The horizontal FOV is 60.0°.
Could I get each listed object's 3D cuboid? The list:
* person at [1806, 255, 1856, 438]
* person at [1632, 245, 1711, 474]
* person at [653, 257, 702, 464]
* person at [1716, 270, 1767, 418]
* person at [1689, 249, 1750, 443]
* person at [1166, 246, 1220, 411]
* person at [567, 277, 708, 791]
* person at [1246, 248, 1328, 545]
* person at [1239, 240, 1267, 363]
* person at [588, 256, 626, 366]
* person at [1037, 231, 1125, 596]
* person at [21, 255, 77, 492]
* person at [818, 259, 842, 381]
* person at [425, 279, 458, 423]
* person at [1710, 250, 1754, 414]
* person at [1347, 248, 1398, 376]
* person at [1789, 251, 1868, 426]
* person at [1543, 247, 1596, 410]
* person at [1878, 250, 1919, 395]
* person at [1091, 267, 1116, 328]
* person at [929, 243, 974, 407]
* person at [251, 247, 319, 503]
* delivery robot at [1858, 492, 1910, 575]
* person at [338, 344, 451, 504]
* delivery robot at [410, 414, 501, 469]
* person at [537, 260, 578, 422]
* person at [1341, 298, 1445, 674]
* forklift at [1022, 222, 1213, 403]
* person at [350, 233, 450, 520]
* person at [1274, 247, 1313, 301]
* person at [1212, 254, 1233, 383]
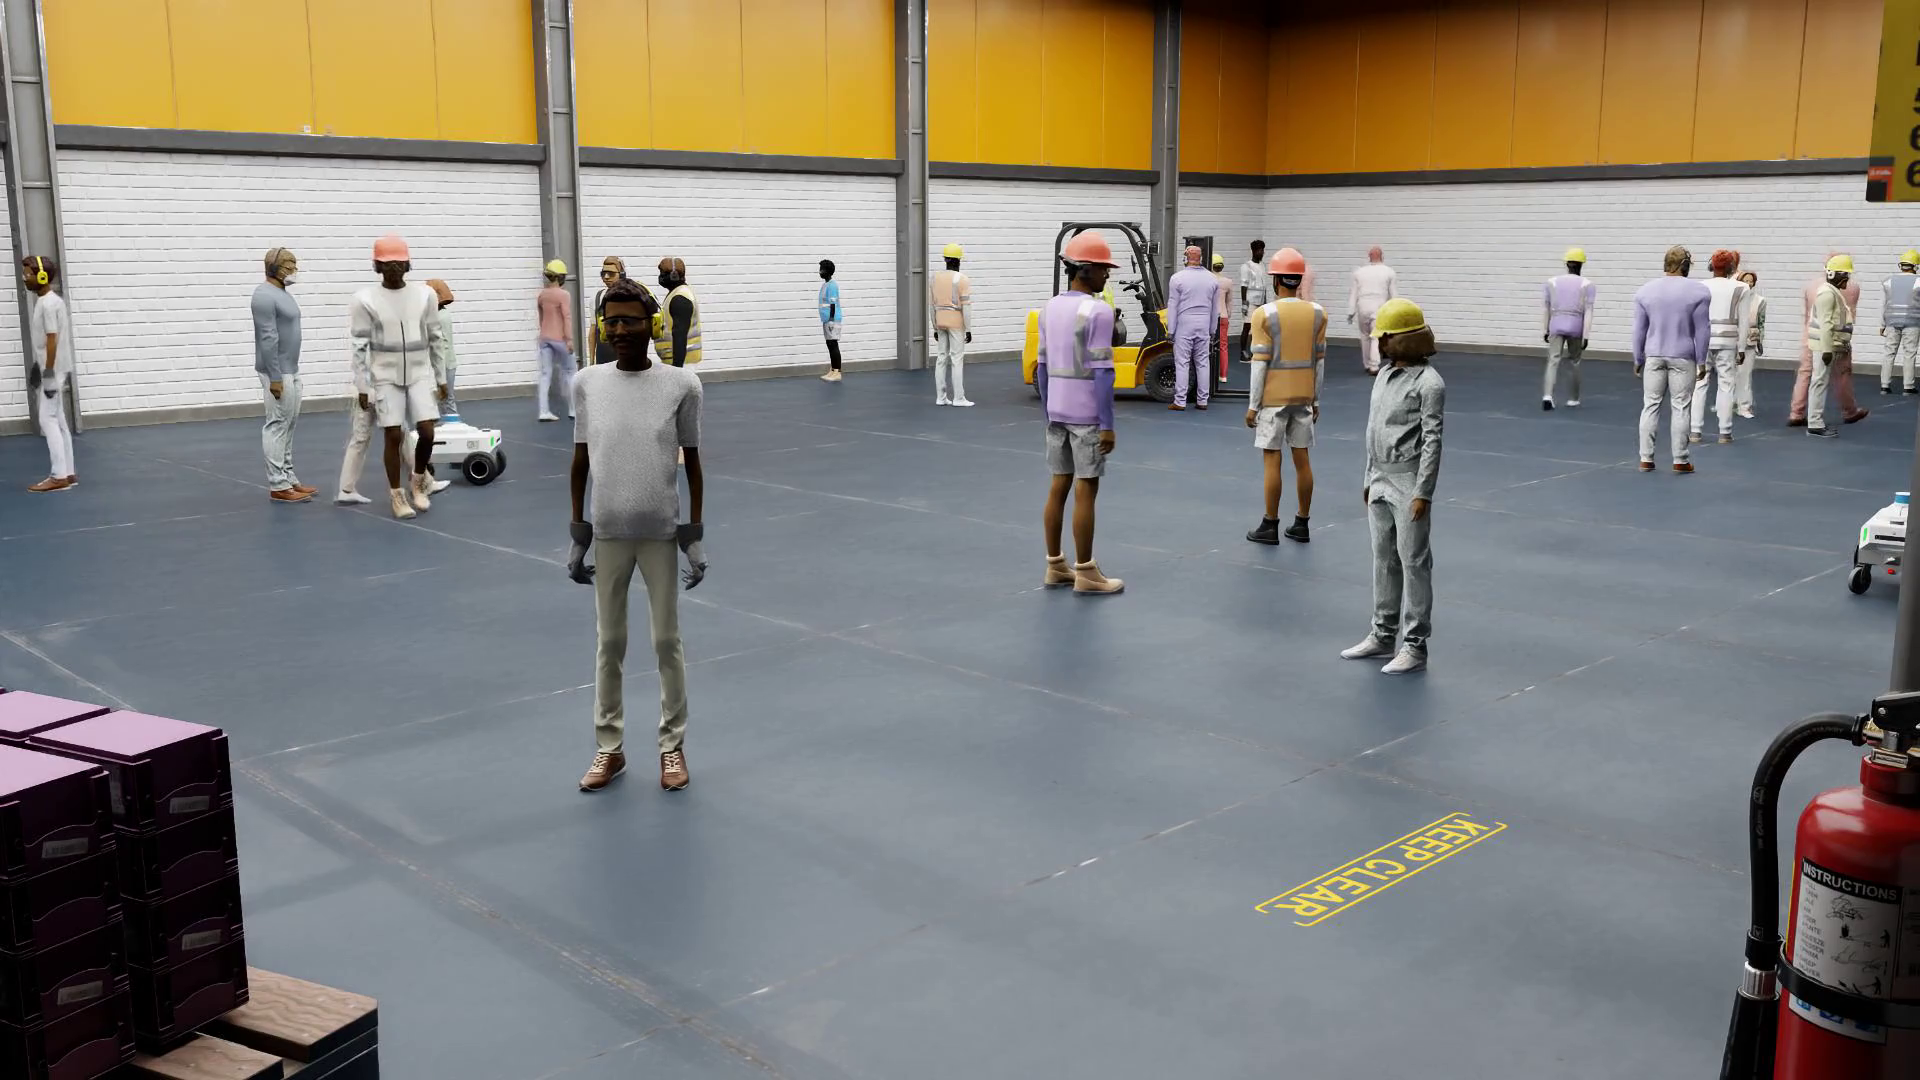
[{"bbox_3d":[8.757,-1.948,16.755,0.404,1.826,0.587,6,12,30],"label":"person"},{"bbox_3d":[6.036,-1.524,14.146,0.627,1.935,0.372,8,13,38],"label":"person"},{"bbox_3d":[-2.518,-1.599,14.847,0.430,1.835,0.622,-2,11,-12],"label":"person"},{"bbox_3d":[8.655,-2.166,18.453,0.512,1.641,0.307,0,10,1],"label":"person"},{"bbox_3d":[7.388,-1.889,16.275,0.575,1.882,0.359,5,12,26],"label":"person"},{"bbox_3d":[2.674,-2.443,19.261,0.643,1.903,0.401,-4,11,-21],"label":"person"},{"bbox_3d":[-1.178,-0.010,6.061,0.519,1.874,0.327,0,10,0],"label":"person"},{"bbox_3d":[2.121,-0.932,10.908,0.542,1.938,0.357,-4,11,-20],"label":"person"},{"bbox_3d":[4.680,-3.788,26.452,0.609,1.954,0.395,-10,14,-42],"label":"person"},{"bbox_3d":[-2.982,-1.530,14.420,0.508,1.846,0.345,2,11,9],"label":"person"},{"bbox_3d":[0.685,-0.708,9.410,0.394,2.040,0.609,-7,12,-32],"label":"person"},{"bbox_3d":[-7.293,-1.322,13.261,0.381,1.860,0.524,-5,11,-24],"label":"person"},{"bbox_3d":[-1.811,-3.053,23.154,0.321,1.690,0.536,-3,11,-17],"label":"person"},{"bbox_3d":[-4.649,-1.515,14.912,0.279,1.634,0.499,-4,11,-19],"label":"person"},{"bbox_3d":[8.845,-2.359,18.932,0.540,1.846,0.612,5,12,25],"label":"person"},{"bbox_3d":[6.057,-3.330,24.288,0.674,1.829,1.100,5,12,27],"label":"person"},{"bbox_3d":[9.259,-2.125,17.676,1.035,1.850,0.663,-5,11,-25],"label":"person"},{"bbox_3d":[7.088,-2.469,19.422,0.586,1.891,0.950,6,12,29],"label":"person"},{"bbox_3d":[11.981,-2.749,21.105,0.403,1.833,0.591,-10,14,-43],"label":"person"},{"bbox_3d":[1.574,-2.383,19.086,0.430,1.844,0.624,5,12,26],"label":"person"},{"bbox_3d":[-0.098,-2.534,19.672,0.586,1.928,0.364,8,13,37],"label":"person"},{"bbox_3d":[-5.159,-1.253,12.670,0.371,1.934,0.627,-2,11,-9],"label":"person"},{"bbox_3d":[5.380,-0.029,9.503,0.477,0.478,0.707,7,13,35],"label":"delivery robot"},{"bbox_3d":[-4.359,-1.071,12.604,0.875,1.580,0.523,-10,14,-43],"label":"person"},{"bbox_3d":[-4.144,-0.787,13.633,0.707,0.478,0.477,-1,11,-5],"label":"delivery robot"},{"bbox_3d":[-4.363,-2.172,18.155,0.565,1.741,0.702,7,13,34],"label":"person"},{"bbox_3d":[2.021,-0.247,7.727,0.311,1.735,0.484,-4,11,-20],"label":"person"},{"bbox_3d":[1.935,-2.847,20.651,2.313,2.155,1.214,2,11,13],"label":"forklift"},{"bbox_3d":[-3.957,-1.146,11.803,0.664,2.033,0.473,-6,12,-30],"label":"person"},{"bbox_3d":[4.658,-3.215,23.586,0.661,1.843,1.047,10,14,43],"label":"person"},{"bbox_3d":[3.474,-3.013,22.724,0.525,1.769,0.311,-5,11,-24],"label":"person"}]
